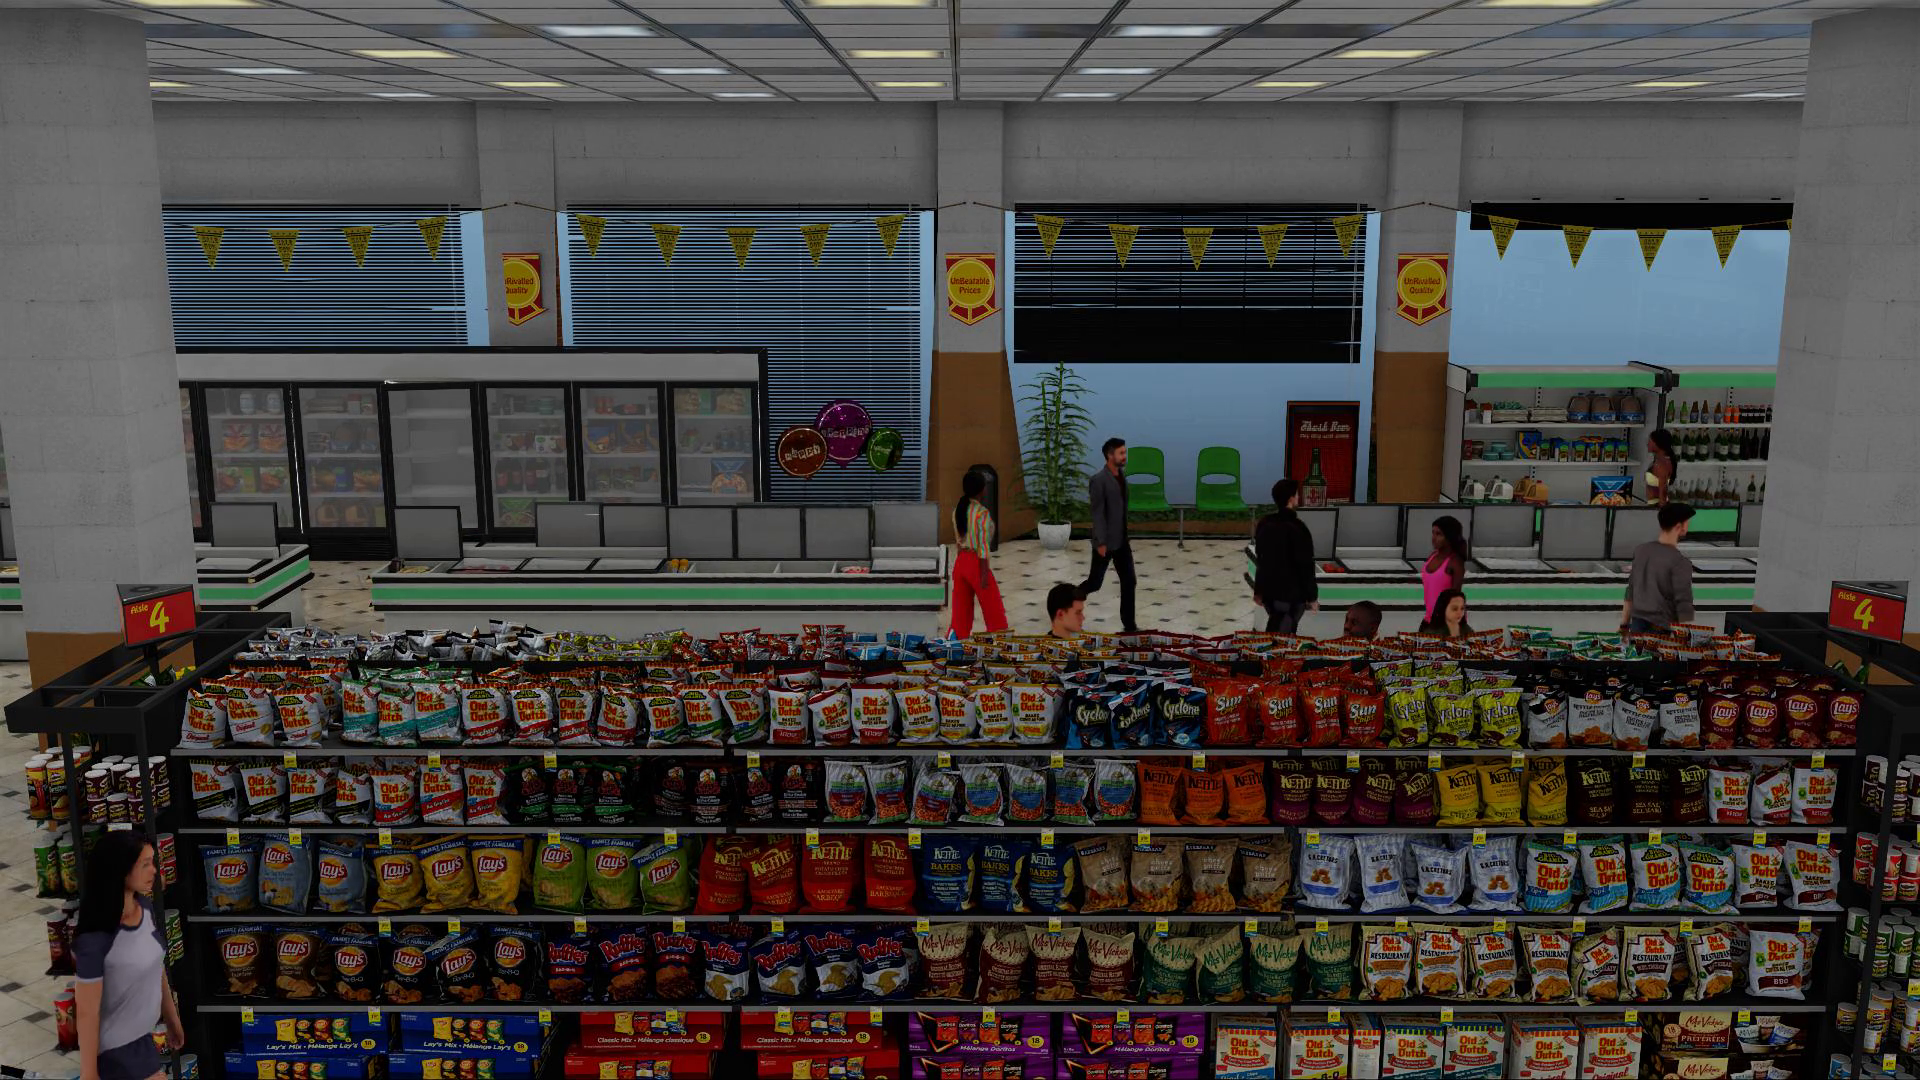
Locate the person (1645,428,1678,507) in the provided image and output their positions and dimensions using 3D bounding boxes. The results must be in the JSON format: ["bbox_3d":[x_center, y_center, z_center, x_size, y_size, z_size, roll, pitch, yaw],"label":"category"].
[{"bbox_3d":[6.988,-0.216,16.399,0.873,1.734,0.764,7,14,31],"label":"person"}]

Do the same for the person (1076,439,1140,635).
[{"bbox_3d":[1.283,0.009,15.078,1.286,1.839,1.159,10,15,38],"label":"person"}]

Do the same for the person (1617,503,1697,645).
[{"bbox_3d":[4.838,0.699,11.773,1.273,1.850,0.897,-3,12,-13],"label":"person"}]

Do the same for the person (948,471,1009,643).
[{"bbox_3d":[0.042,0.352,13.657,1.038,1.752,1.080,11,16,42],"label":"person"}]

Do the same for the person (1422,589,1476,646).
[{"bbox_3d":[3.215,1.042,11.142,0.968,1.439,0.893,-6,13,-25],"label":"person"}]

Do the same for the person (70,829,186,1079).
[{"bbox_3d":[-3.270,1.928,6.378,1.041,1.667,0.666,0,12,-1],"label":"person"}]

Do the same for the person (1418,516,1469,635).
[{"bbox_3d":[3.651,0.666,12.304,1.043,1.696,0.831,-5,13,-23],"label":"person"}]

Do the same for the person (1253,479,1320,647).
[{"bbox_3d":[2.463,0.460,13.032,1.302,1.799,1.090,-6,13,-28],"label":"person"}]
